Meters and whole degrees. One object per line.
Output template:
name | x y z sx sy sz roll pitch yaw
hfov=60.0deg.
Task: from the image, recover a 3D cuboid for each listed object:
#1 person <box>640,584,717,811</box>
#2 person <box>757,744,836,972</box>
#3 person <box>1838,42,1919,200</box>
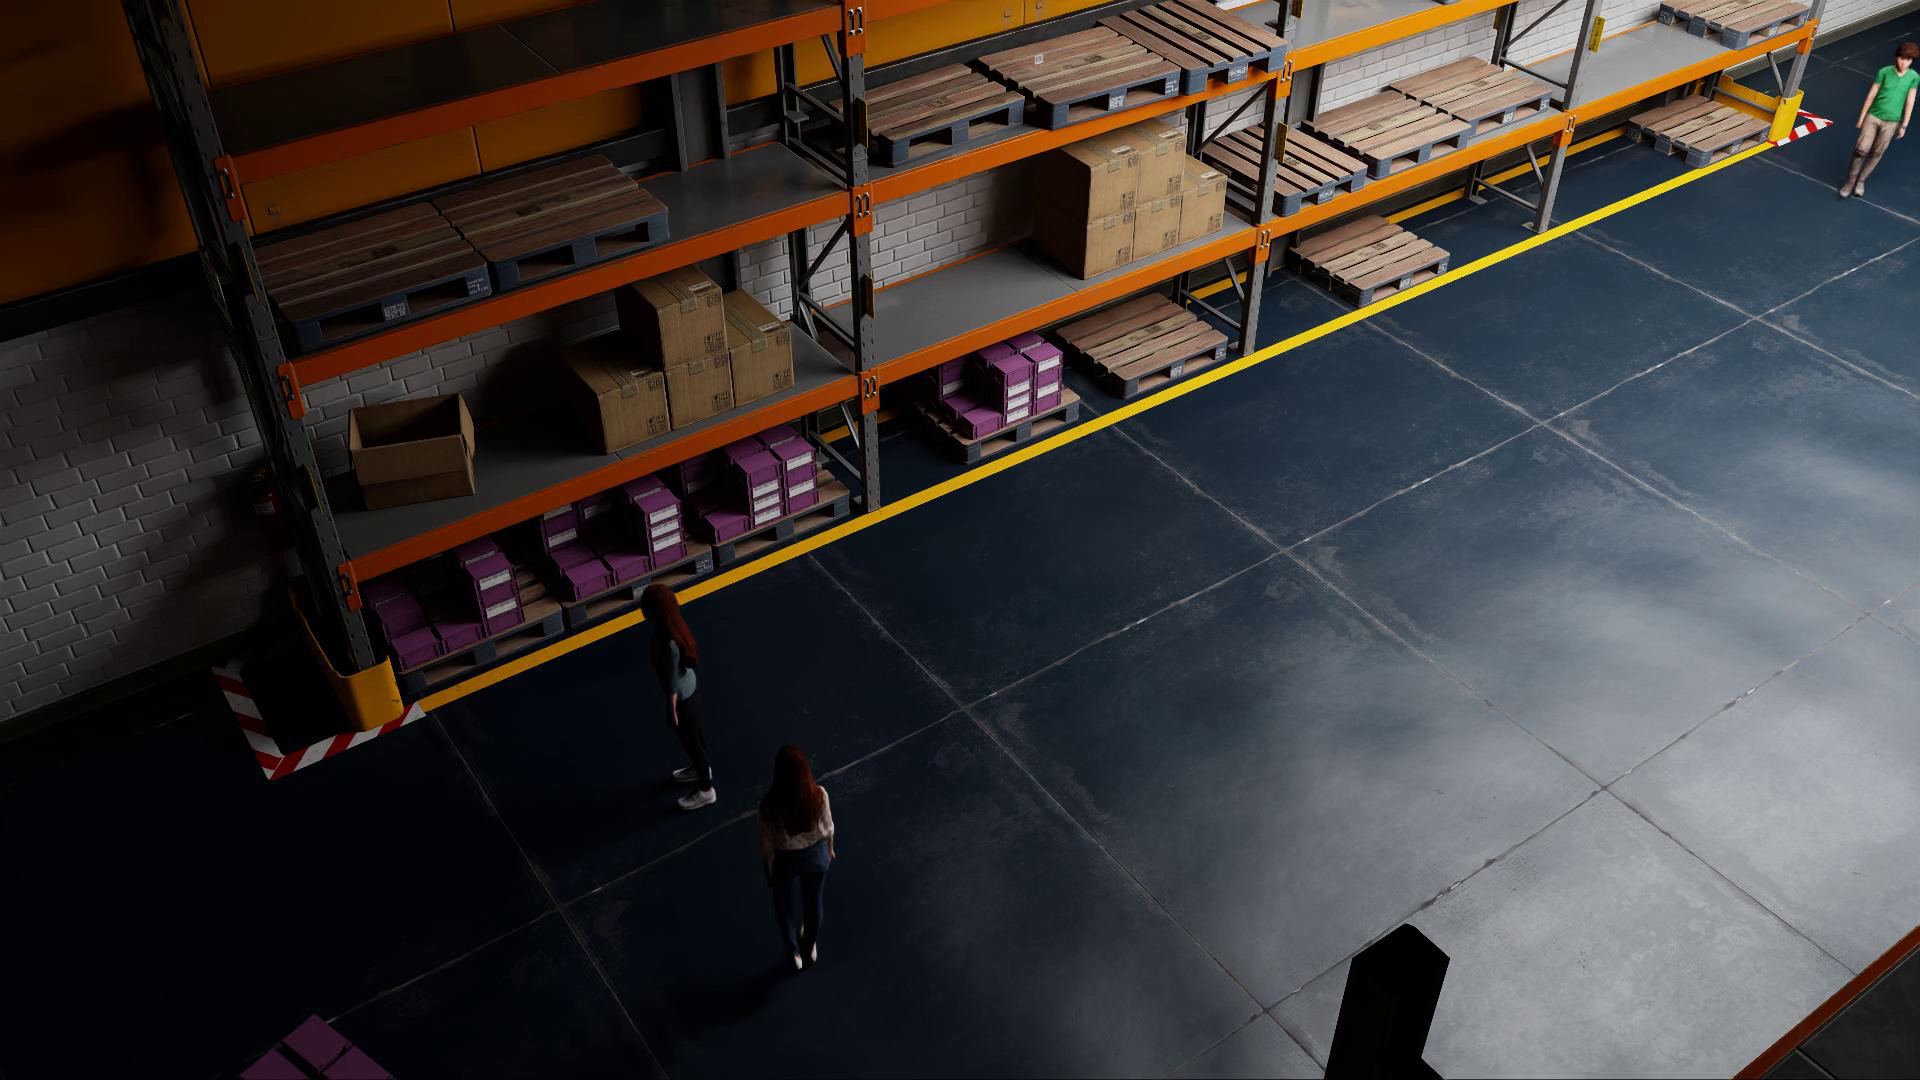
person | -1.724 0.959 10.279 0.652 1.739 0.639 -6 39 -8
person | -0.880 1.817 9.221 0.738 1.719 0.784 -6 39 -8
person | 9.412 -4.317 16.965 0.763 1.639 0.831 15 41 18
